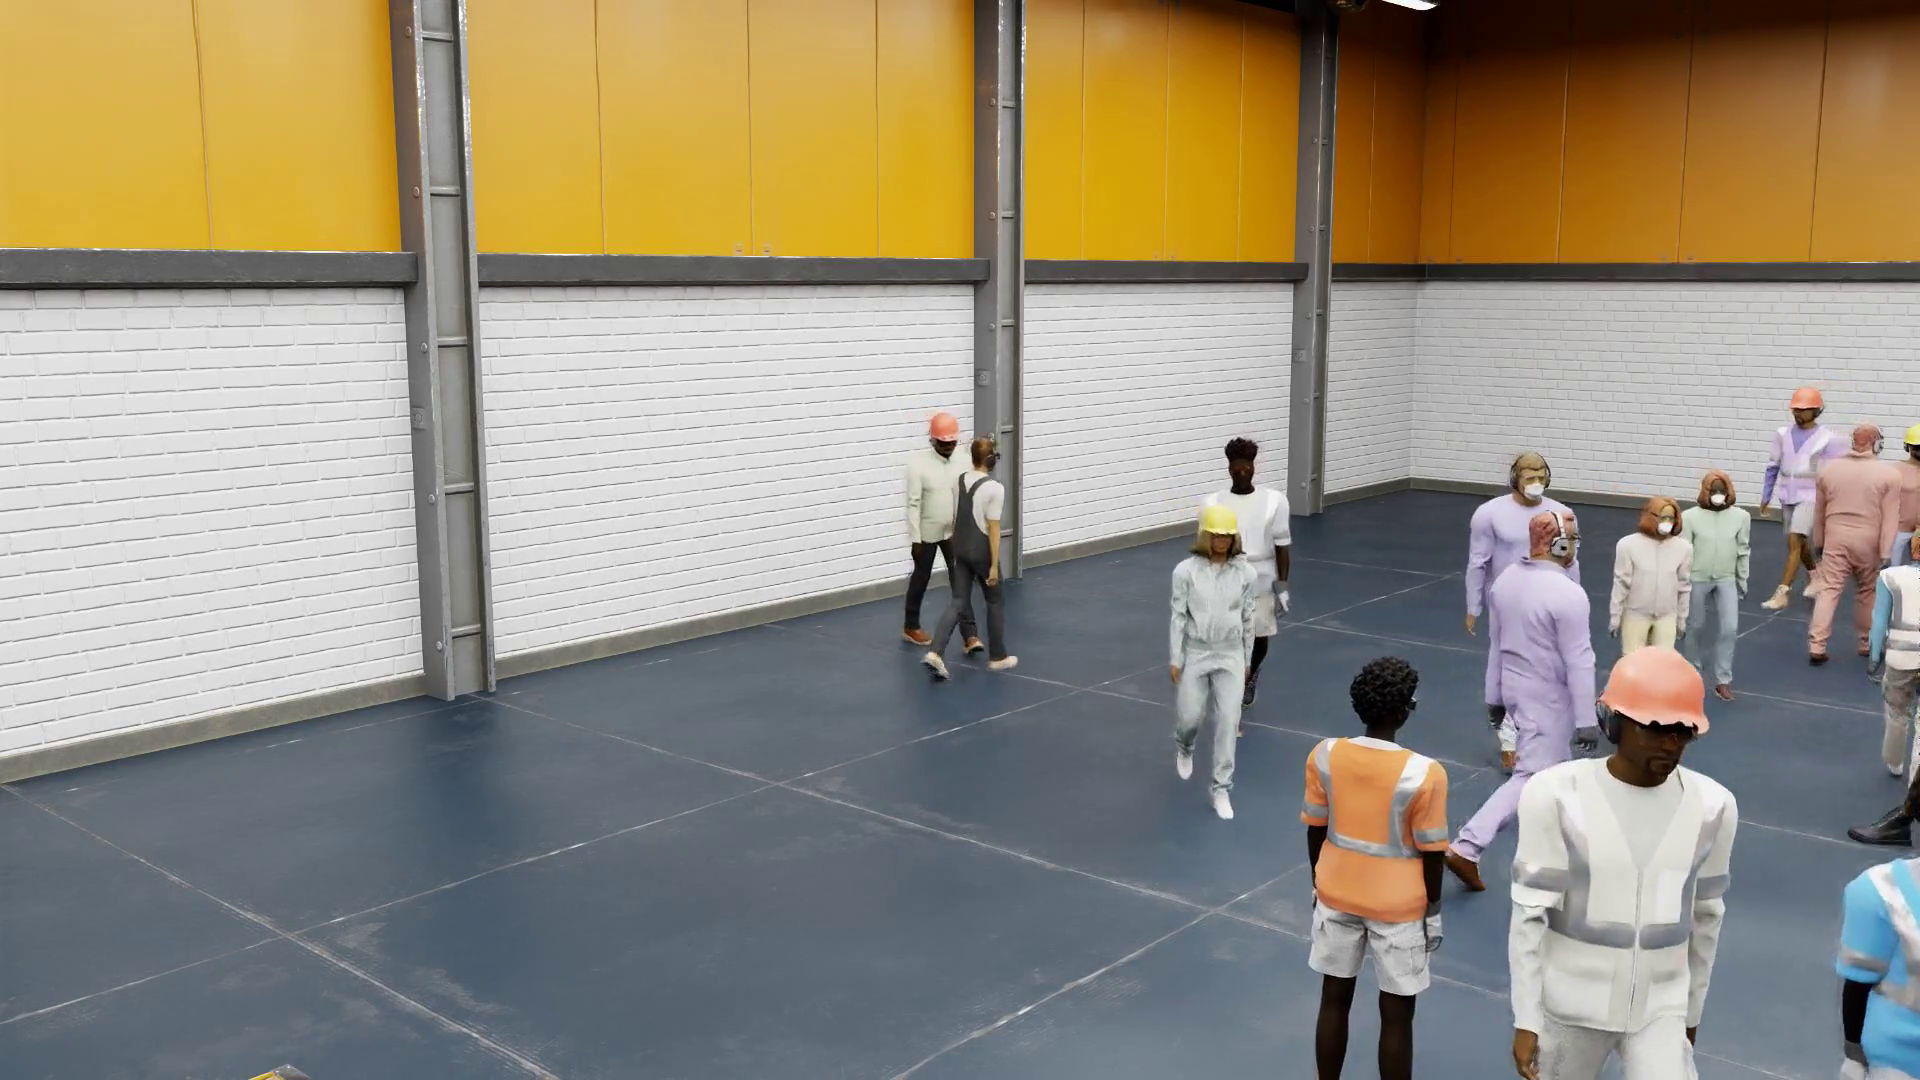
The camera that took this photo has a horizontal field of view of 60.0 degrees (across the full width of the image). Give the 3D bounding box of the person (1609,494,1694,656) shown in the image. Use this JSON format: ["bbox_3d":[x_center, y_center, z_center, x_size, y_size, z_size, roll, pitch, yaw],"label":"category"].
[{"bbox_3d":[4.368,0.492,10.583,0.509,1.609,0.547,1,9,3],"label":"person"}]

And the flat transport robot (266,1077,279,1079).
[{"bbox_3d":[-2.123,2.021,5.205,1.431,0.197,0.652,8,12,40],"label":"flat transport robot"}]

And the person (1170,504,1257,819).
[{"bbox_3d":[1.409,0.640,9.312,0.493,1.727,0.641,0,9,-2],"label":"person"}]

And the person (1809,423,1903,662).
[{"bbox_3d":[6.874,0.041,12.795,0.946,1.881,0.657,-8,12,-40],"label":"person"}]

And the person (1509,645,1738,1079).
[{"bbox_3d":[1.822,1.246,4.694,0.621,2.004,1.029,1,9,3],"label":"person"}]

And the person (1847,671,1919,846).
[{"bbox_3d":[5.190,0.699,8.540,0.959,1.898,0.559,3,9,16],"label":"person"}]

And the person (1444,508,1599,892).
[{"bbox_3d":[2.774,0.774,8.046,0.936,1.876,0.644,-2,9,-10],"label":"person"}]

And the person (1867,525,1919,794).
[{"bbox_3d":[5.485,0.684,9.478,0.525,1.584,0.884,6,11,35],"label":"person"}]

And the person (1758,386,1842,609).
[{"bbox_3d":[7.624,-0.397,15.026,1.042,2.007,0.624,-5,11,-31],"label":"person"}]

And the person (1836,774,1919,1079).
[{"bbox_3d":[2.677,1.405,4.665,0.536,1.681,0.644,0,9,0],"label":"person"}]

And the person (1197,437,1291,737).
[{"bbox_3d":[1.862,0.273,10.975,0.610,1.943,0.859,1,9,5],"label":"person"}]

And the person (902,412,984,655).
[{"bbox_3d":[-0.149,-0.063,13.112,0.659,1.920,1.046,-5,10,-29],"label":"person"}]

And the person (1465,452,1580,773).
[{"bbox_3d":[3.414,0.443,9.961,0.655,1.914,0.803,-1,9,-4],"label":"person"}]

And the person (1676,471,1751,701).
[{"bbox_3d":[5.293,0.324,11.679,0.529,1.606,0.668,2,9,10],"label":"person"}]

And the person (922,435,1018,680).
[{"bbox_3d":[0.068,0.130,12.288,0.566,1.809,0.914,8,12,42],"label":"person"}]

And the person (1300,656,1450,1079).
[{"bbox_3d":[1.414,1.234,5.685,0.537,1.696,0.321,8,12,42],"label":"person"}]

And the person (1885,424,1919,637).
[{"bbox_3d":[7.818,-0.071,13.664,0.534,1.767,0.318,1,9,6],"label":"person"}]
